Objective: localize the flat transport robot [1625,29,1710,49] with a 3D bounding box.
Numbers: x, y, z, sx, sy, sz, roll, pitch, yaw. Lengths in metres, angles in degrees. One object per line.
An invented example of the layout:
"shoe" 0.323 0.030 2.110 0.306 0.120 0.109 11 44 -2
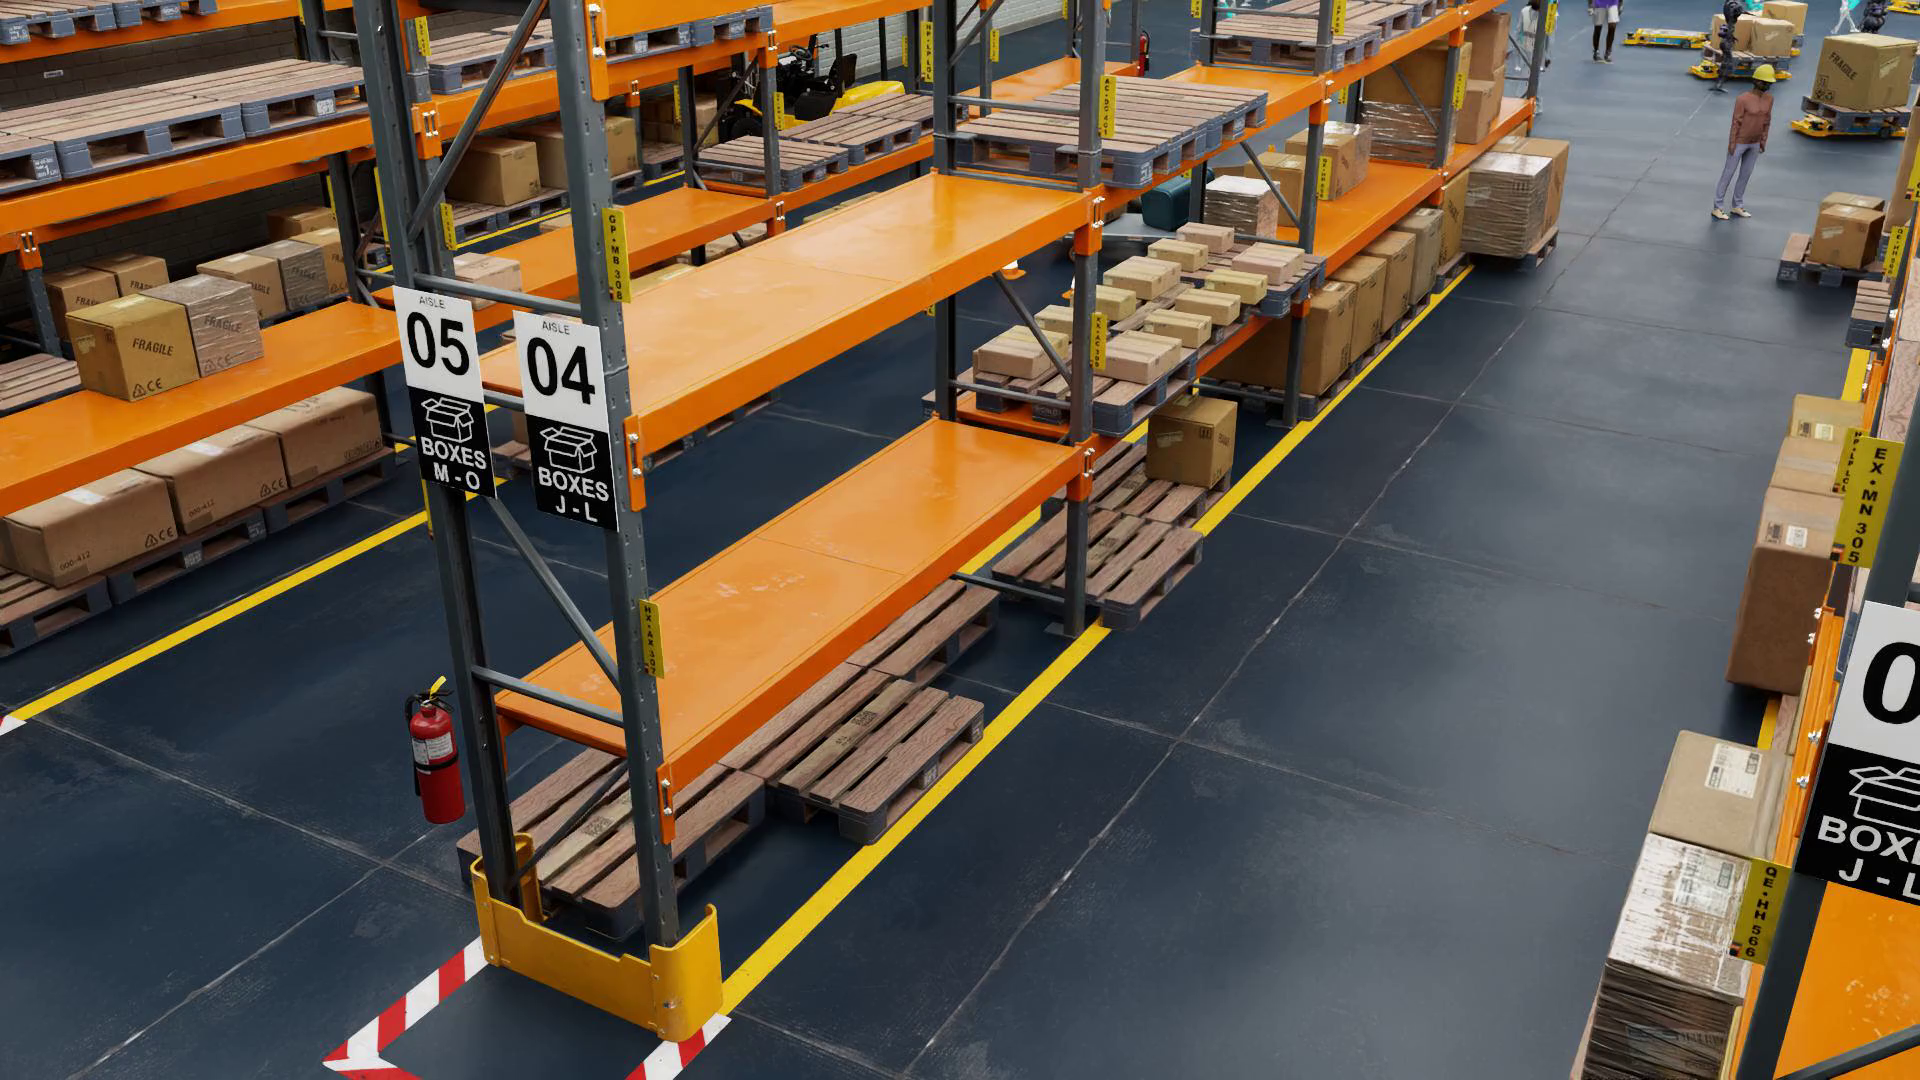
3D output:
"flat transport robot" 12.928 -9.154 30.362 1.431 0.231 0.659 11 28 21

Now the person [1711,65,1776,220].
"person" 9.063 -4.568 19.120 0.522 1.761 0.344 -8 27 -16

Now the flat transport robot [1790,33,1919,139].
"flat transport robot" 12.619 -5.870 23.538 1.431 0.231 0.659 0 26 0

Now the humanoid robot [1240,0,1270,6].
"humanoid robot" 6.249 -12.004 34.633 0.899 1.805 0.556 -6 26 -13

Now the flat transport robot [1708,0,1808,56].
"flat transport robot" 13.999 -8.638 29.291 1.431 0.231 0.659 -12 28 -24

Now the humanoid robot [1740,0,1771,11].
"humanoid robot" 14.591 -9.974 30.369 0.789 1.761 0.552 -5 26 -10

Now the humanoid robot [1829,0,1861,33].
"humanoid robot" 16.850 -10.435 31.435 0.811 1.855 0.536 -1 26 -2

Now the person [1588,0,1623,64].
"person" 11.008 -9.081 28.297 0.633 1.929 0.772 3 26 5

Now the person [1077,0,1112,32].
"person" 2.592 -10.675 31.659 0.708 1.902 0.867 20 32 36

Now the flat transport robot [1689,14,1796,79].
"flat transport robot" 12.912 -7.776 27.500 1.431 0.231 0.659 2 26 3

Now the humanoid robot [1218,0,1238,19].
"humanoid robot" 4.830 -9.926 30.267 0.694 1.789 0.540 -9 27 -17

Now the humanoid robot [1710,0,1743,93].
"humanoid robot" 12.077 -7.874 26.072 0.367 1.656 0.608 12 28 24

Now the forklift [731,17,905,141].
"forklift" -1.819 -5.975 21.543 2.313 2.155 1.214 14 29 26

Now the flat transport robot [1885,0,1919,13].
"flat transport robot" 19.765 -10.985 34.168 1.431 0.231 0.659 -13 28 -24

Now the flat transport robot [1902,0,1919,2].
"flat transport robot" 19.999 -11.053 34.310 0.659 0.231 1.431 8 27 16

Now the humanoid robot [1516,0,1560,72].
"humanoid robot" 9.552 -8.649 27.692 0.532 1.839 0.813 -4 26 -9

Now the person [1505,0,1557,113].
"person" 8.322 -7.126 24.307 1.023 1.863 0.606 -13 28 -24

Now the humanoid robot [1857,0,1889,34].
"humanoid robot" 15.442 -8.830 28.060 0.613 1.648 0.365 -16 30 -30
